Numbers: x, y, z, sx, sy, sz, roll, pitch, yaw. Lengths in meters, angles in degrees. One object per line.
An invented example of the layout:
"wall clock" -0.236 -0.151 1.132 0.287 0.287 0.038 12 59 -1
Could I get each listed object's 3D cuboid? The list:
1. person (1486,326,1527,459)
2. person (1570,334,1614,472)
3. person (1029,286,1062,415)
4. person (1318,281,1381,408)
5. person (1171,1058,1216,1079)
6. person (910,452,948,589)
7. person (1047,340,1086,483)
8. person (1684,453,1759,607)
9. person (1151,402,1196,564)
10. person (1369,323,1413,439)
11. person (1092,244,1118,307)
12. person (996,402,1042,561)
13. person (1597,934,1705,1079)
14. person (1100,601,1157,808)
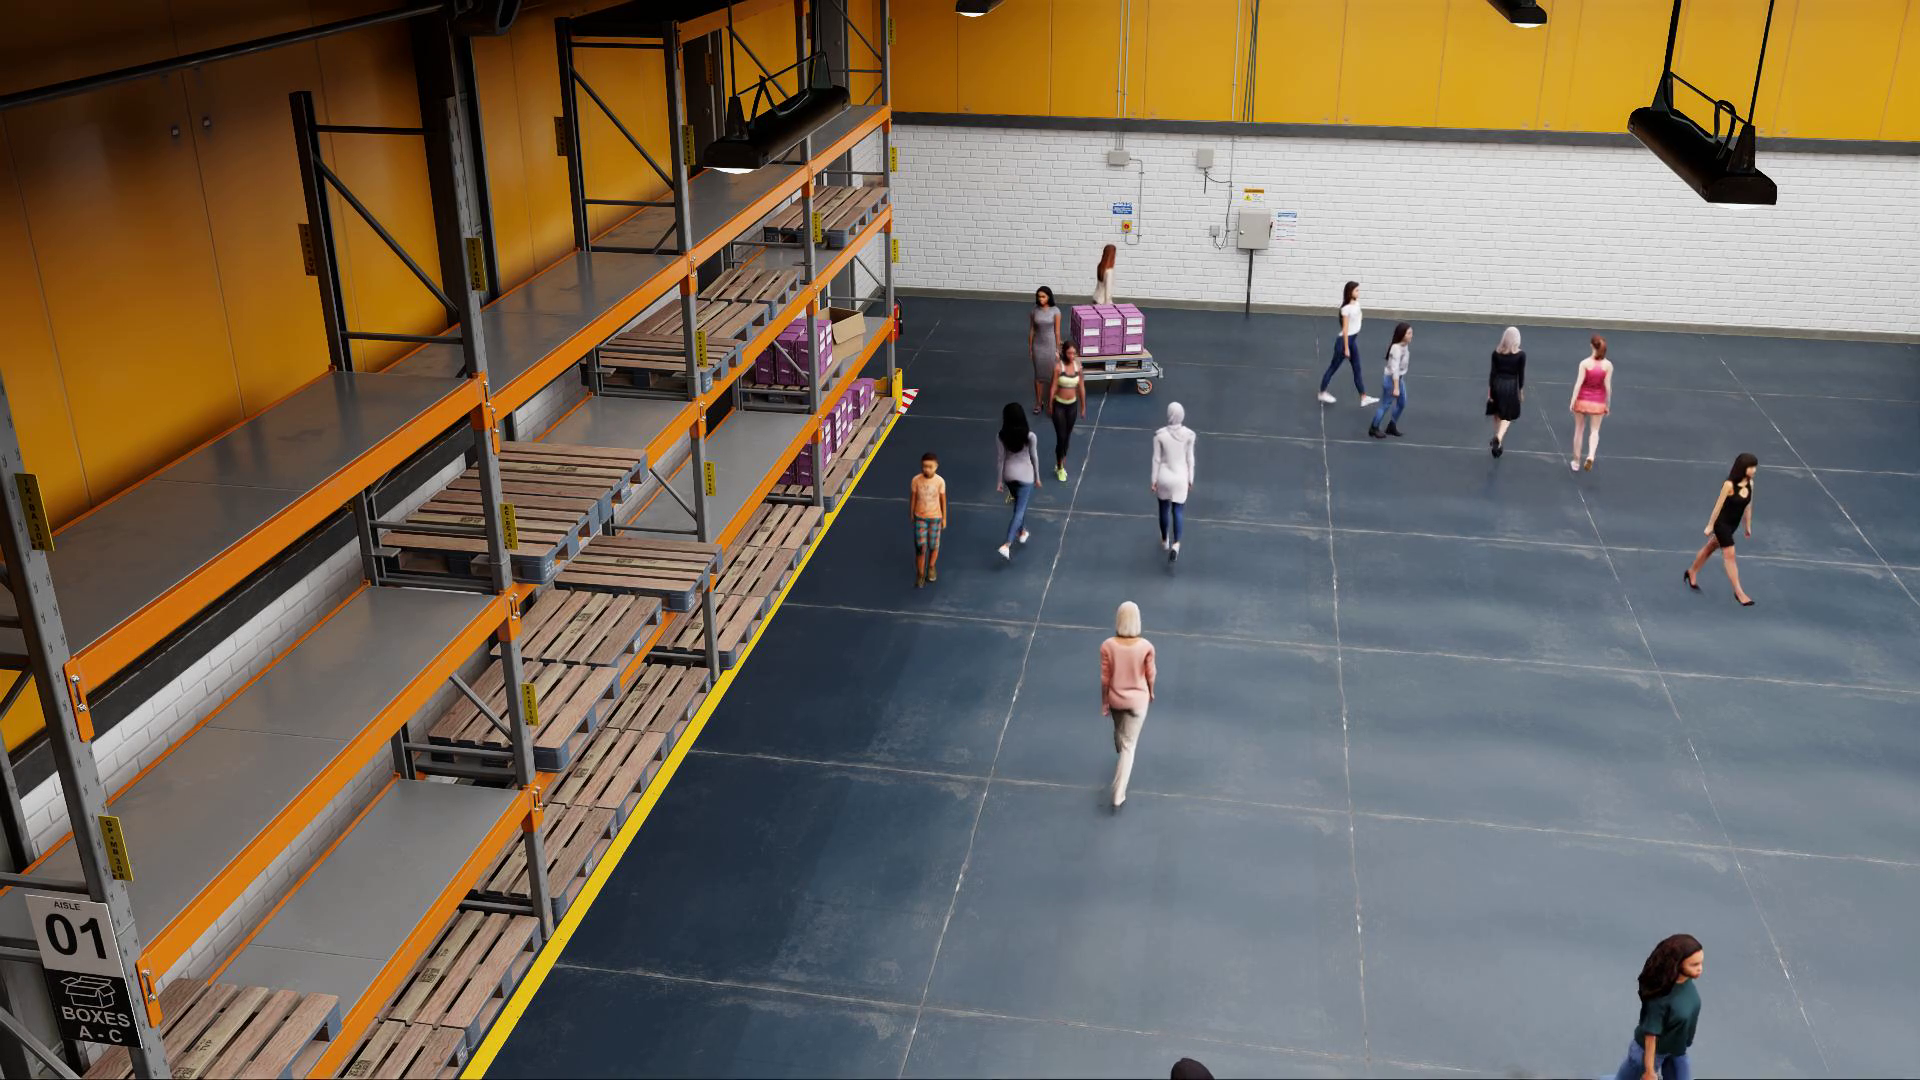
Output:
"person" 6.758 -1.771 20.670 0.760 1.723 1.021 11 26 23
"person" 7.721 -1.631 20.340 0.635 1.731 0.803 5 24 11
"person" 1.145 -2.553 22.391 0.596 1.778 0.534 7 24 15
"person" 5.175 -2.649 22.677 1.027 1.726 1.140 18 29 35
"person" 1.180 3.449 8.678 0.735 1.764 0.636 21 31 40
"person" -0.330 -0.261 17.563 0.610 1.446 0.753 0 24 1
"person" 1.250 -1.617 20.300 0.766 1.738 0.844 -8 25 -17
"person" 7.811 -0.150 17.119 1.007 1.597 1.140 -12 26 -25
"person" 2.297 -0.602 17.961 0.696 1.752 1.089 1 24 3
"person" 5.523 -2.045 21.456 0.807 1.596 0.716 10 26 22
"person" 2.058 -3.547 24.778 0.895 1.688 0.848 -12 26 -26
"person" 0.599 -0.603 18.042 0.768 1.690 1.206 9 25 20
"person" 4.088 3.001 9.938 1.084 1.576 1.116 -16 28 -33
"person" 1.359 1.362 13.565 0.694 1.673 1.184 7 24 15
